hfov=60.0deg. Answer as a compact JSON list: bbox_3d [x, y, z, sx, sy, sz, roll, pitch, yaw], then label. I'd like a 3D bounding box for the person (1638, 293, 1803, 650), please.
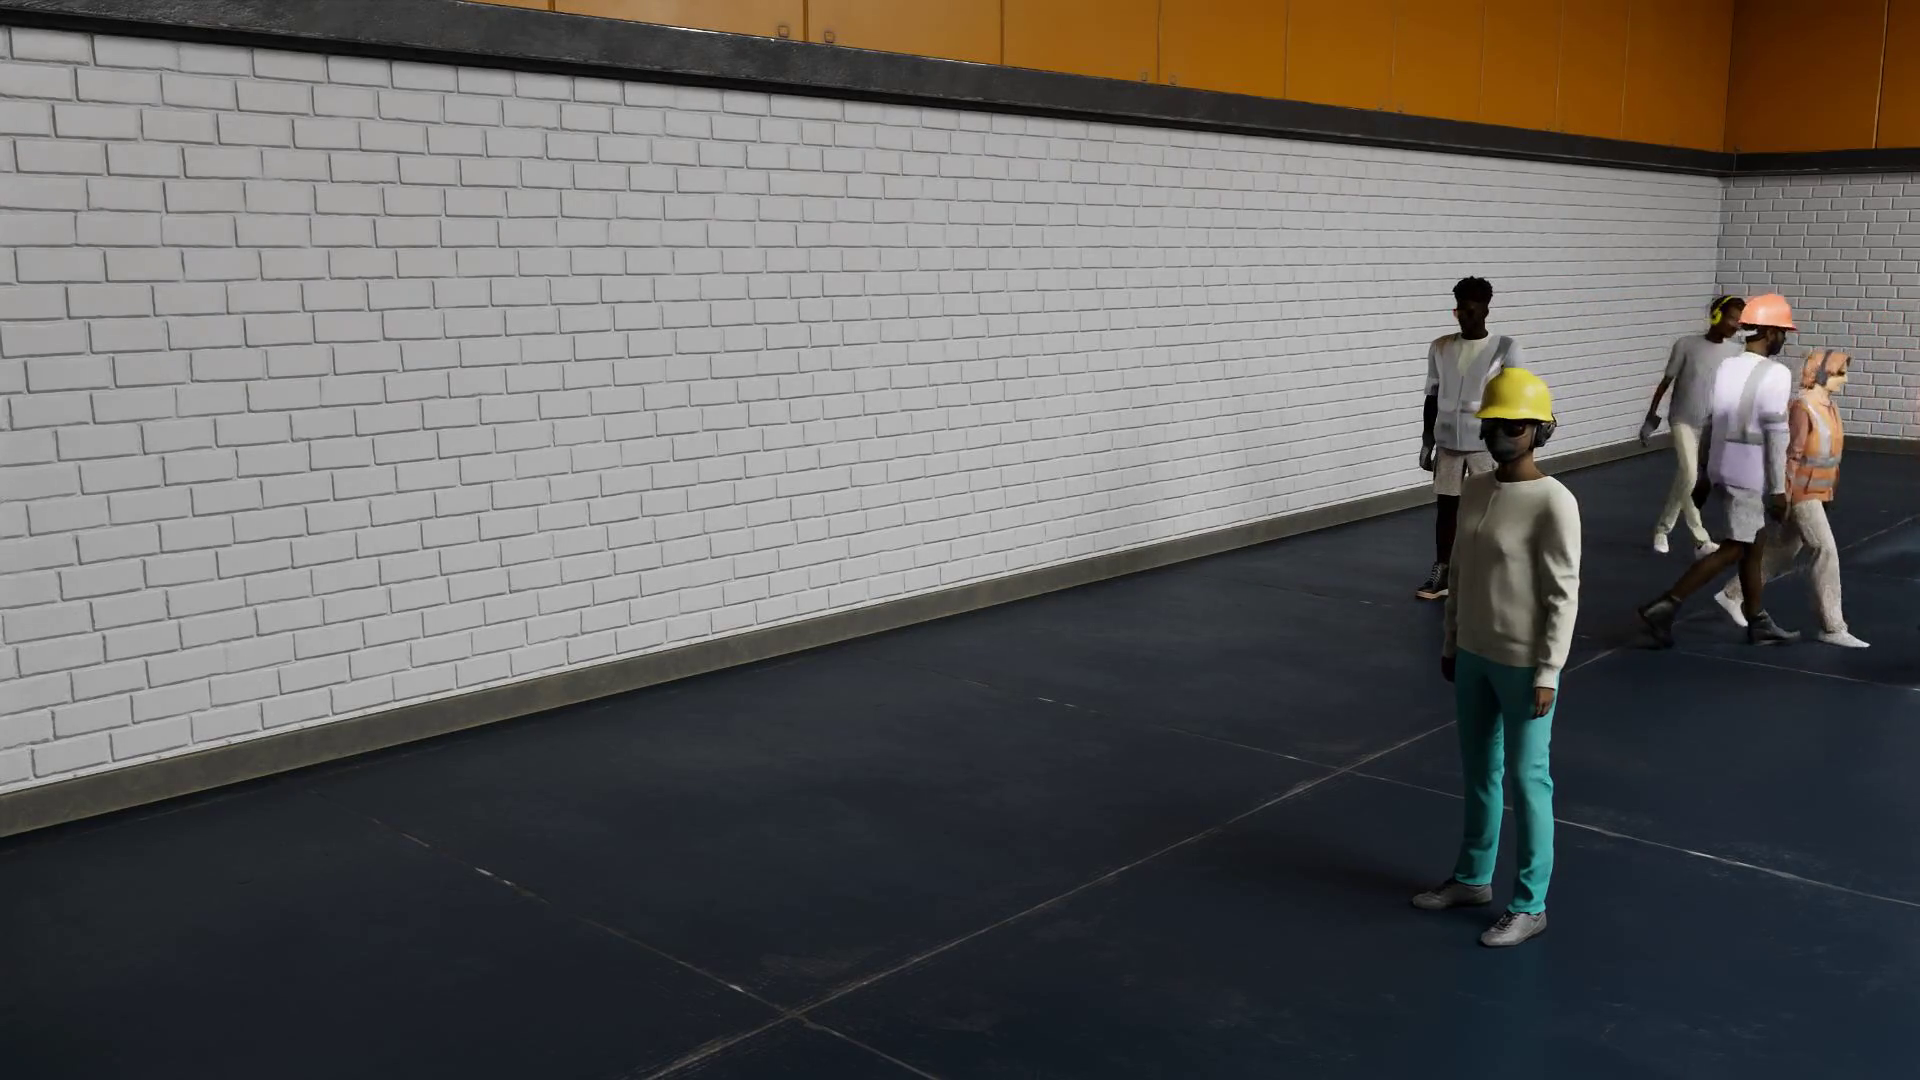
[{"bbox_3d":[4.050,-0.346,8.784,0.910,1.905,0.549,-1,10,-6],"label":"person"}]

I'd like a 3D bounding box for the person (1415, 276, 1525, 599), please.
[{"bbox_3d":[3.043,-0.590,9.955,0.614,1.962,0.366,8,13,40],"label":"person"}]

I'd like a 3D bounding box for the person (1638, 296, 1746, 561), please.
[{"bbox_3d":[5.022,-0.752,11.332,0.594,1.803,0.942,-1,10,-5],"label":"person"}]

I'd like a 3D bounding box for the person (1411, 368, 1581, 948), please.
[{"bbox_3d":[1.665,0.357,5.124,0.300,1.772,0.530,-4,11,-21],"label":"person"}]

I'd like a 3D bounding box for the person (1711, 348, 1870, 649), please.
[{"bbox_3d":[4.564,-0.252,9.085,0.828,1.600,0.522,9,13,41],"label":"person"}]
